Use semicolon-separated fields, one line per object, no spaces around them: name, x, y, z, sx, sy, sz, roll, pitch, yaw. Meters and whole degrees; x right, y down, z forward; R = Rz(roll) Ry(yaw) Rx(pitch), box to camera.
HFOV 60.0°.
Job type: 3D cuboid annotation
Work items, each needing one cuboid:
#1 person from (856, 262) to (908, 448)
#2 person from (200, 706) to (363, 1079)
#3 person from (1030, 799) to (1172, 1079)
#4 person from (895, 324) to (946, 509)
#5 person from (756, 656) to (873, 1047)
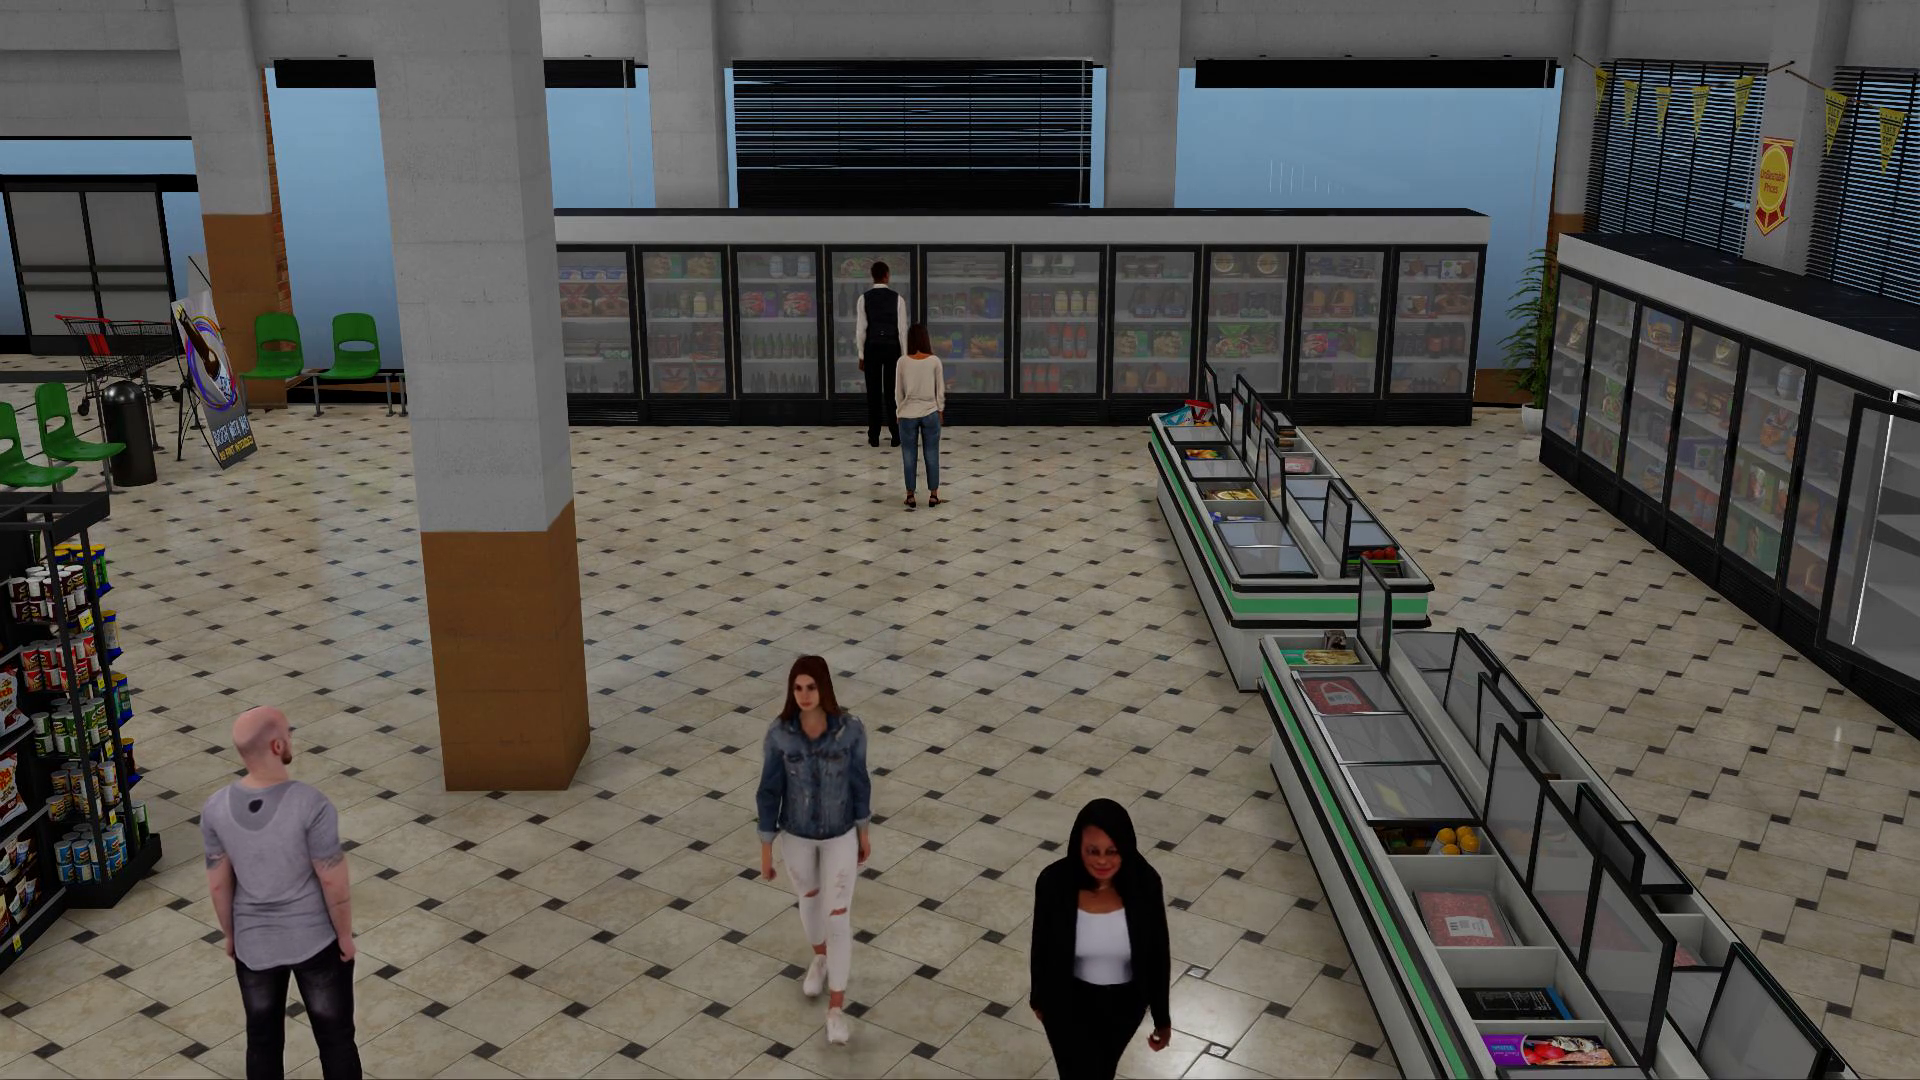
person;-0.813;-1.937;17.371;0.682;1.918;0.567;1;17;2
person;-2.516;1.487;6.237;0.656;1.837;0.573;1;17;2
person;0.491;1.653;6.133;0.743;1.579;1.027;-3;17;-10
person;-0.369;-1.125;15.111;0.606;1.679;0.534;1;17;2
person;-0.608;1.262;7.262;0.653;1.670;0.979;1;17;2
